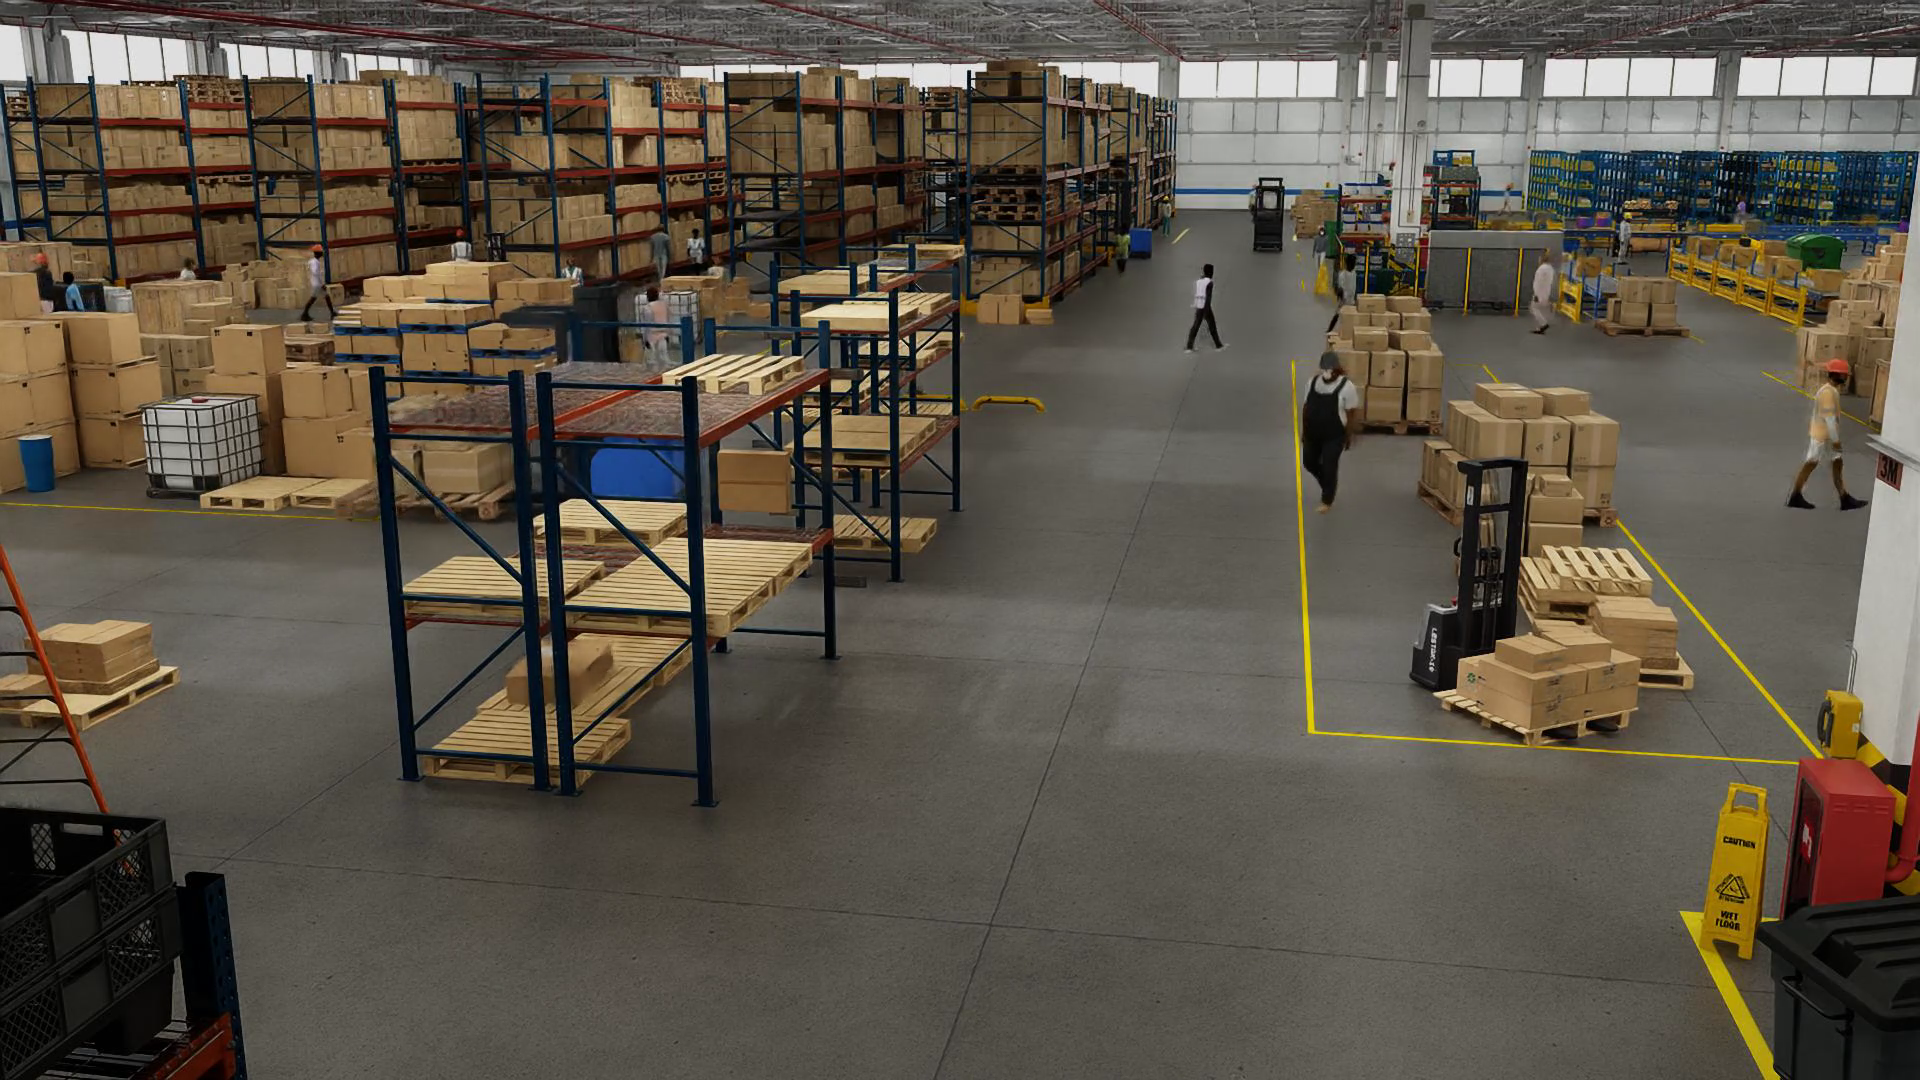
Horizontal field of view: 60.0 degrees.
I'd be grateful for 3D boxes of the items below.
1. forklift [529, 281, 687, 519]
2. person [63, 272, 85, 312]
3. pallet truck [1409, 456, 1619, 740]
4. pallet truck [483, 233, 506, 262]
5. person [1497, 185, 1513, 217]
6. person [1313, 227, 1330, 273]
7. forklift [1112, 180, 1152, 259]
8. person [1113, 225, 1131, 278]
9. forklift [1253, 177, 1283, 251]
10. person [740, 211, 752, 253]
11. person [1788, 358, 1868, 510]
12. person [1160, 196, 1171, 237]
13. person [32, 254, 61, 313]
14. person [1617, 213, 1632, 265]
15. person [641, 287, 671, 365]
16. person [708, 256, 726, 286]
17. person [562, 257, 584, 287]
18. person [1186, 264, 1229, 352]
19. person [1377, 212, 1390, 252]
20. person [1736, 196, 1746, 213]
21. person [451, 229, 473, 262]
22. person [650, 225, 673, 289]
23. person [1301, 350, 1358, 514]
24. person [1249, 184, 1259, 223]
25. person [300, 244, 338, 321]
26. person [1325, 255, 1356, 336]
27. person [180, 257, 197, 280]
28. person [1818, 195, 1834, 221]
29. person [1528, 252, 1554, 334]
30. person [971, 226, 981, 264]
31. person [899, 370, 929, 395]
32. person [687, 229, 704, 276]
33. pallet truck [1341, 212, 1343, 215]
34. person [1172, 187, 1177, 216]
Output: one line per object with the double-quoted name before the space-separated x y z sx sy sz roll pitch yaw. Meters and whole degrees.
"forklift" -4.328 -1.712 20.153 1.873 2.768 1.129 1 14 3
"person" -19.061 -4.922 35.708 0.880 1.643 0.547 -4 14 -16
"pallet truck" 4.504 0.400 13.395 0.823 1.965 1.885 -6 15 -23
"pallet truck" -11.832 -7.026 43.548 1.885 1.965 0.823 8 16 28
"person" 29.750 -18.487 90.659 0.841 1.723 0.564 4 14 15
"person" 11.530 -9.177 53.076 0.504 1.610 0.742 5 15 20
"forklift" 6.082 -11.722 60.796 1.873 2.768 1.129 2 14 9
"person" 5.186 -9.271 53.350 0.575 1.658 0.710 2 14 7
"forklift" 12.083 -12.747 64.956 1.129 2.768 1.873 3 14 10
"person" -8.320 -11.742 63.503 0.845 1.588 0.526 5 15 18
"person" 10.744 -1.274 20.401 0.945 1.894 0.555 10 17 36
"person" 9.119 -14.351 73.763 0.317 1.767 0.534 -11 17 -37
"person" -19.966 -5.283 36.491 0.573 1.979 0.654 1 14 4
"person" 23.210 -10.506 58.054 0.403 1.819 0.599 10 17 35
"person" -5.559 -3.733 30.534 0.699 1.826 0.637 13 19 42
"person" -5.936 -6.109 40.601 0.531 1.625 0.470 -10 17 -35
"person" -9.355 -6.022 40.229 0.527 1.630 0.314 0 14 -1
"person" 5.223 -4.904 35.199 0.990 1.861 0.616 -5 15 -20
"person" 14.050 -9.849 55.036 1.036 1.991 0.627 -2 14 -9
"person" 33.889 -14.011 72.233 0.563 1.838 0.390 -12 18 -40
"person" -13.886 -7.699 46.436 0.588 1.916 0.566 -3 14 -11
"person" -8.856 -8.461 49.617 0.647 1.877 0.997 3 14 14
"person" 4.520 -1.353 20.425 0.686 2.000 0.652 12 18 40
"person" 14.906 -16.979 83.994 0.635 1.980 0.626 -5 15 -20
"person" -15.824 -6.325 40.955 1.011 1.893 0.544 -1 14 -3
"person" 8.616 -5.414 37.169 0.615 1.923 0.988 -11 18 -39
"person" -17.023 -5.299 36.772 1.019 1.890 0.650 -2 14 -6
"person" 38.653 -14.509 74.285 0.404 1.825 0.586 -11 18 -39
"person" 13.348 -5.657 38.212 0.433 1.888 0.665 12 18 41
"person" 0.564 -10.554 58.341 0.525 1.772 0.302 12 18 40
"person" -1.019 -3.445 29.362 0.910 1.832 0.529 4 14 15
"person" -8.171 -8.835 51.593 0.520 1.658 0.833 2 14 7
"pallet truck" 15.874 -13.227 70.310 0.680 1.201 1.601 10 17 35
"person" 11.609 -18.517 90.984 0.699 1.613 0.527 2 14 9
